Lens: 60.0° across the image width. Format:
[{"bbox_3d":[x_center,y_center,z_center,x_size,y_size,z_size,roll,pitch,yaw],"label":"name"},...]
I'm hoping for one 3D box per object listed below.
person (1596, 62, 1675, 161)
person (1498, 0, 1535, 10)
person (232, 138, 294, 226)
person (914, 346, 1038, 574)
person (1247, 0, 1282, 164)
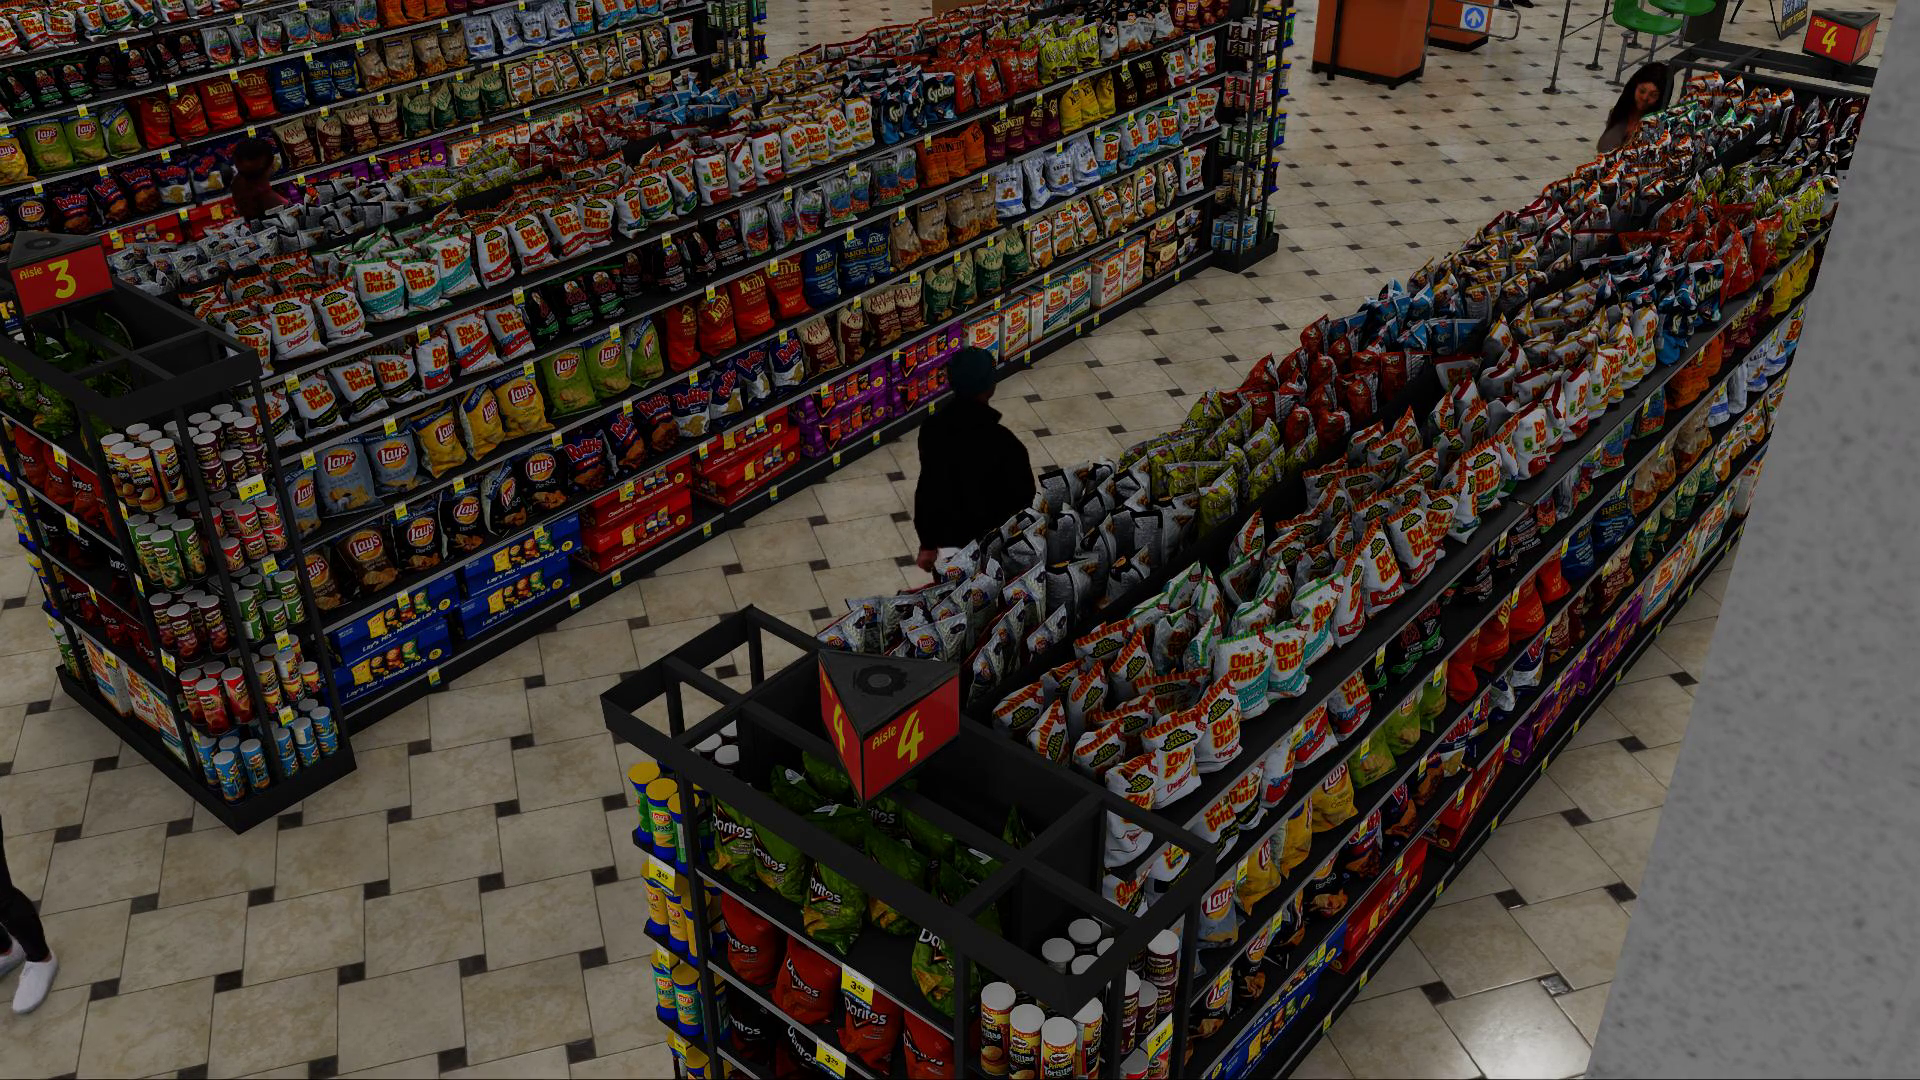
[{"bbox_3d":[4.206,-2.085,10.400,1.154,1.790,0.886,-18,36,-27],"label":"person"},{"bbox_3d":[6.020,-6.584,17.606,0.680,1.815,0.810,-11,34,-17],"label":"person"},{"bbox_3d":[-3.904,-1.393,9.368,0.651,1.704,0.753,14,34,21],"label":"person"},{"bbox_3d":[0.001,0.078,6.933,0.685,1.779,1.117,26,40,35],"label":"person"},{"bbox_3d":[2.417,-3.838,13.297,1.009,1.705,0.843,-21,38,-30],"label":"person"}]
